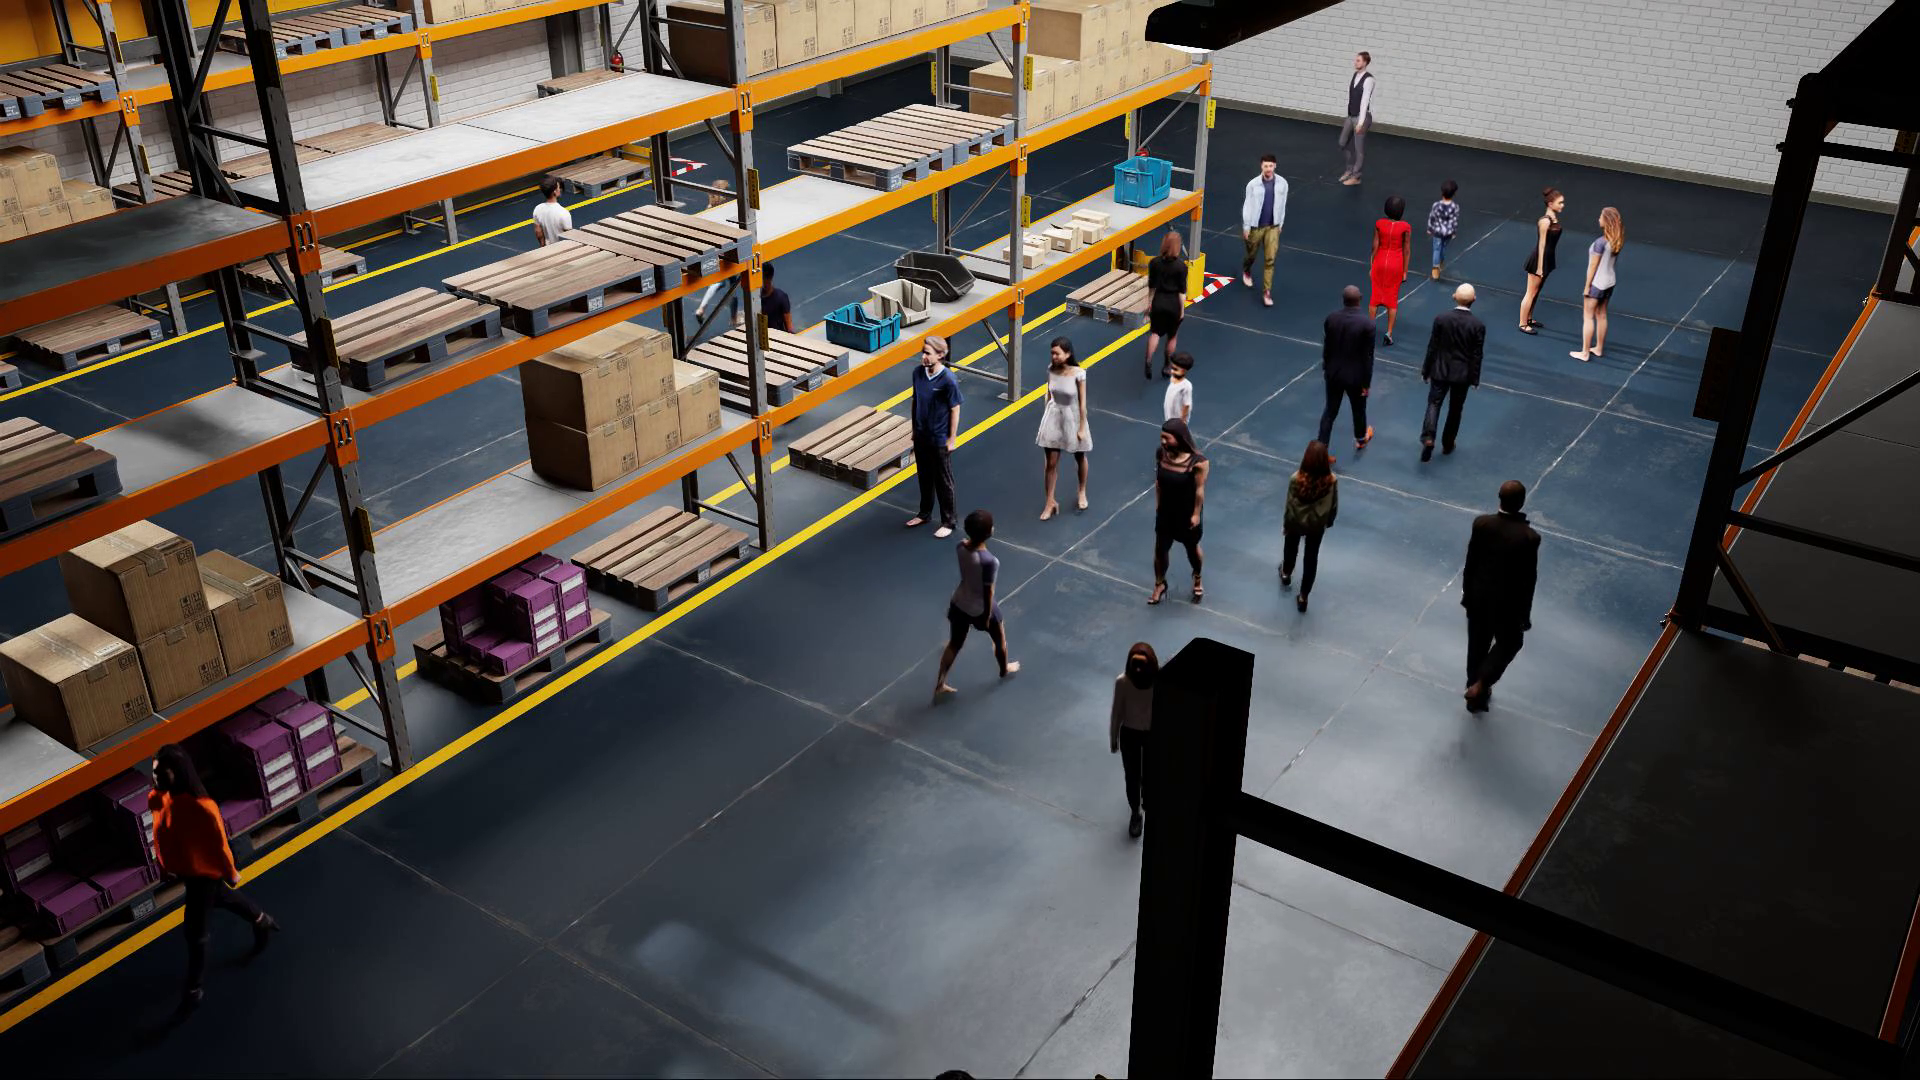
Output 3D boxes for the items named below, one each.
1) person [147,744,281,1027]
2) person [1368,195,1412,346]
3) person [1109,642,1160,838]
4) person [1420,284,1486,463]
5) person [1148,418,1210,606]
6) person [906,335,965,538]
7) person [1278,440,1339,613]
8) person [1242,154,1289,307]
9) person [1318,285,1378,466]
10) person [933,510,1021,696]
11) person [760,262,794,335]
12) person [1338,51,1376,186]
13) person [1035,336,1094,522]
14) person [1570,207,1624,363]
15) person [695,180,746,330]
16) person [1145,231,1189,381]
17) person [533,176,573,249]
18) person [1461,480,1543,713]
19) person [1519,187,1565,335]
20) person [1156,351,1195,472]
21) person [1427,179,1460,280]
[{"bbox_3d":[-4.390,1.897,9.738,0.736,1.702,1.152,13,31,22],"label":"person"},{"bbox_3d":[4.819,-3.037,18.739,0.610,1.744,0.551,12,31,21],"label":"person"},{"bbox_3d":[1.218,1.272,11.120,0.705,1.474,0.776,4,29,8],"label":"person"},{"bbox_3d":[4.721,-1.576,16.021,0.818,1.782,1.076,12,31,21],"label":"person"},{"bbox_3d":[1.854,-0.240,13.672,0.656,1.686,0.745,17,33,28],"label":"person"},{"bbox_3d":[-0.232,-0.934,14.751,0.670,1.871,0.542,21,35,33],"label":"person"},{"bbox_3d":[2.856,-0.087,13.636,0.870,1.452,0.989,1,29,3],"label":"person"},{"bbox_3d":[3.634,-3.787,20.084,1.143,1.773,1.272,-1,29,-2],"label":"person"},{"bbox_3d":[3.632,-1.507,15.913,0.791,1.765,1.144,23,36,36],"label":"person"},{"bbox_3d":[0.057,0.500,12.486,0.659,1.522,1.058,25,37,38],"label":"person"},{"bbox_3d":[-1.856,-1.972,16.794,0.713,1.736,1.135,16,33,27],"label":"person"},{"bbox_3d":[5.895,-6.151,24.260,0.780,1.923,0.765,-11,31,-20],"label":"person"},{"bbox_3d":[0.996,-1.040,15.075,0.680,1.746,0.831,12,31,22],"label":"person"},{"bbox_3d":[7.083,-2.826,18.368,0.592,1.728,0.719,-19,34,-30],"label":"person"},{"bbox_3d":[-2.769,-3.233,19.058,0.684,1.783,0.993,24,37,37],"label":"person"},{"bbox_3d":[2.170,-2.428,17.680,0.662,1.689,0.891,14,32,24],"label":"person"},{"bbox_3d":[-4.555,-3.219,18.946,0.705,1.866,0.615,13,31,23],"label":"person"},{"bbox_3d":[3.888,0.465,12.156,0.748,1.900,0.827,22,36,35],"label":"person"},{"bbox_3d":[6.706,-3.227,19.159,0.633,1.675,0.492,17,33,29],"label":"person"},{"bbox_3d":[2.099,-1.218,15.914,0.641,1.255,0.587,-15,32,-25],"label":"person"},{"bbox_3d":[6.033,-3.868,20.805,0.717,1.224,0.904,5,29,10],"label":"person"}]
